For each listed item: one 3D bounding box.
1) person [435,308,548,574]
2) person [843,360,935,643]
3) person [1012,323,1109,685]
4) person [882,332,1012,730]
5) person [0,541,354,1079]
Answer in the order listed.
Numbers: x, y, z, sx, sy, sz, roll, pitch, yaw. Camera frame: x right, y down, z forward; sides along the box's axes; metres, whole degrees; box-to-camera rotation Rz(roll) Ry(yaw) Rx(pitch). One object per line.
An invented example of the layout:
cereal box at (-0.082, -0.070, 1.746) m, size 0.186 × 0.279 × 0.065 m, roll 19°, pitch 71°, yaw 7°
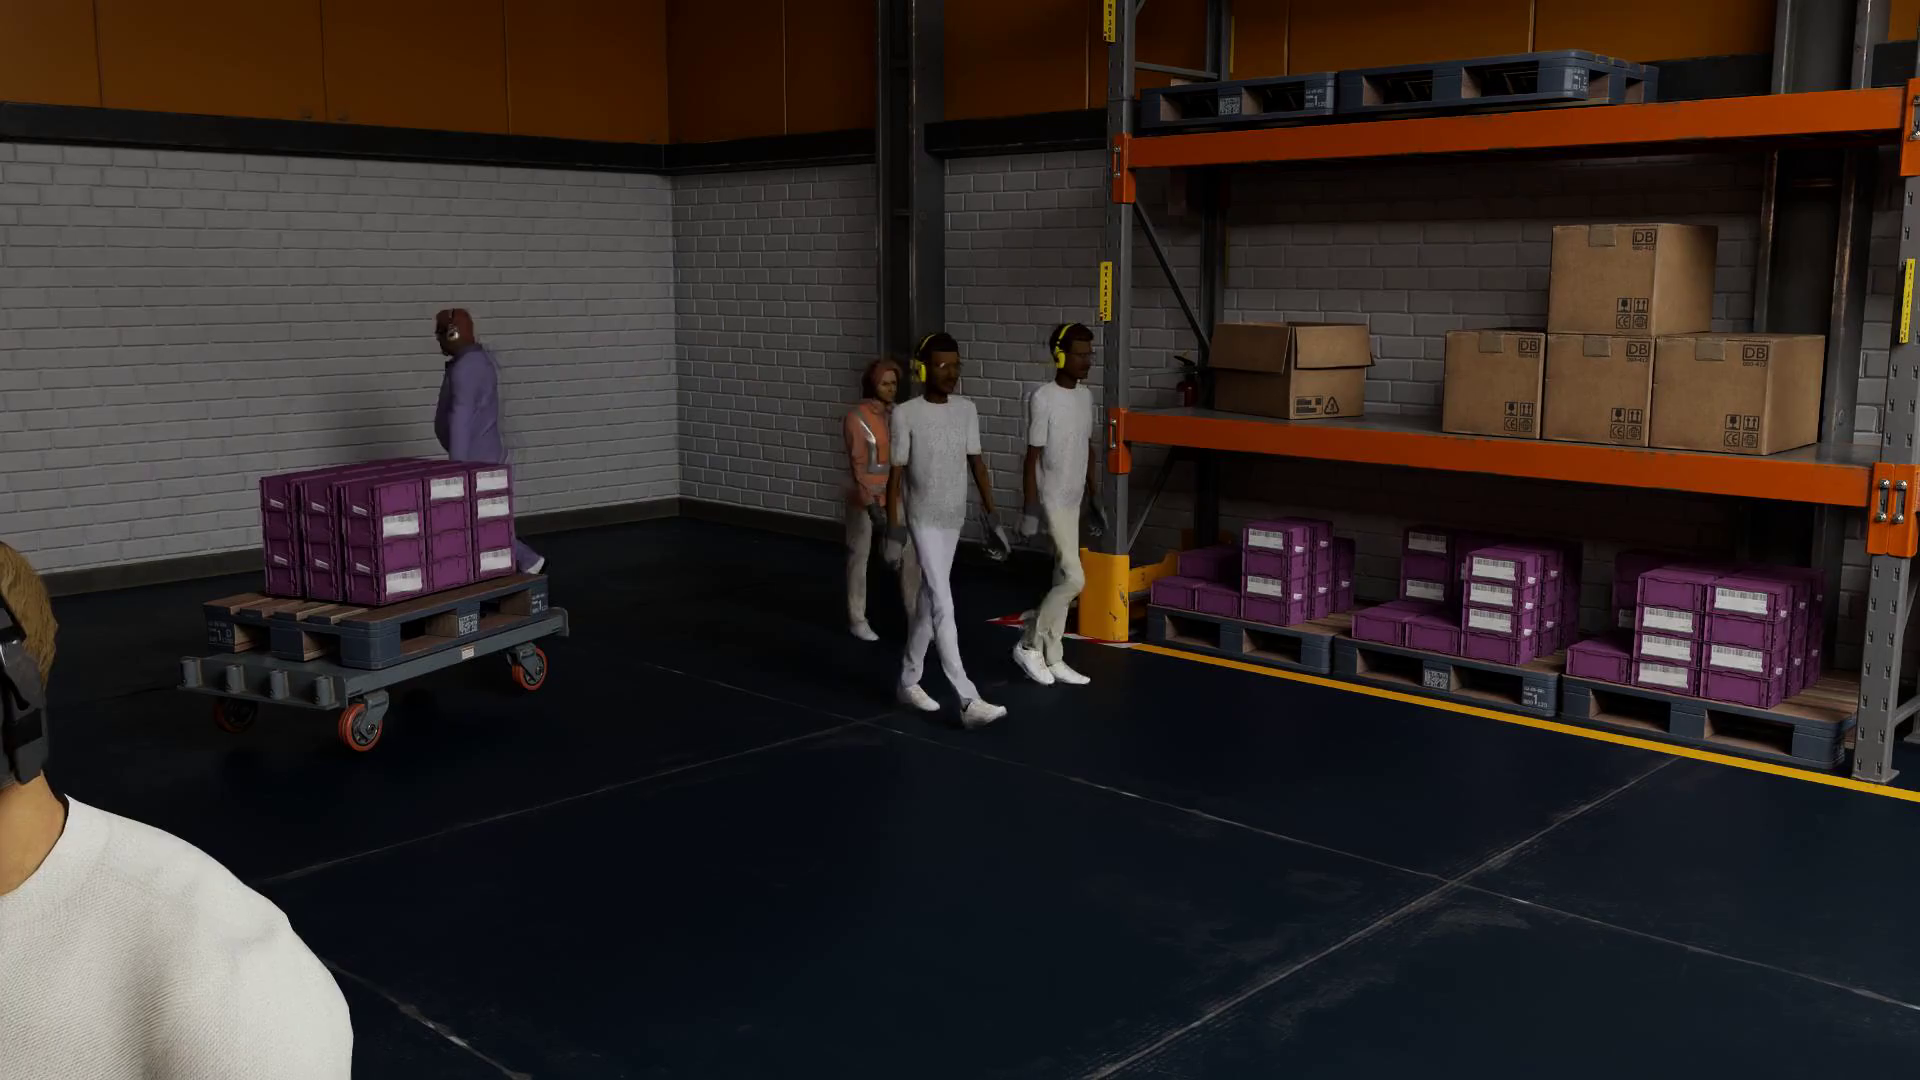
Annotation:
person at (-3.010, -0.526, 10.529) m, size 0.659 × 1.880 × 0.655 m, roll -2°, pitch 9°, yaw -11°
person at (-0.401, -0.195, 9.312) m, size 0.515 × 1.610 × 0.726 m, roll -8°, pitch 12°, yaw -41°
person at (0.533, -0.167, 8.418) m, size 0.395 × 1.852 × 0.527 m, roll 6°, pitch 11°, yaw 31°
person at (-0.032, -0.040, 7.736) m, size 0.516 × 1.828 × 0.946 m, roll -9°, pitch 13°, yaw -43°
person at (-0.820, 0.921, 1.478) m, size 0.635 × 1.937 × 0.352 m, roll 2°, pitch 10°, yaw 15°
